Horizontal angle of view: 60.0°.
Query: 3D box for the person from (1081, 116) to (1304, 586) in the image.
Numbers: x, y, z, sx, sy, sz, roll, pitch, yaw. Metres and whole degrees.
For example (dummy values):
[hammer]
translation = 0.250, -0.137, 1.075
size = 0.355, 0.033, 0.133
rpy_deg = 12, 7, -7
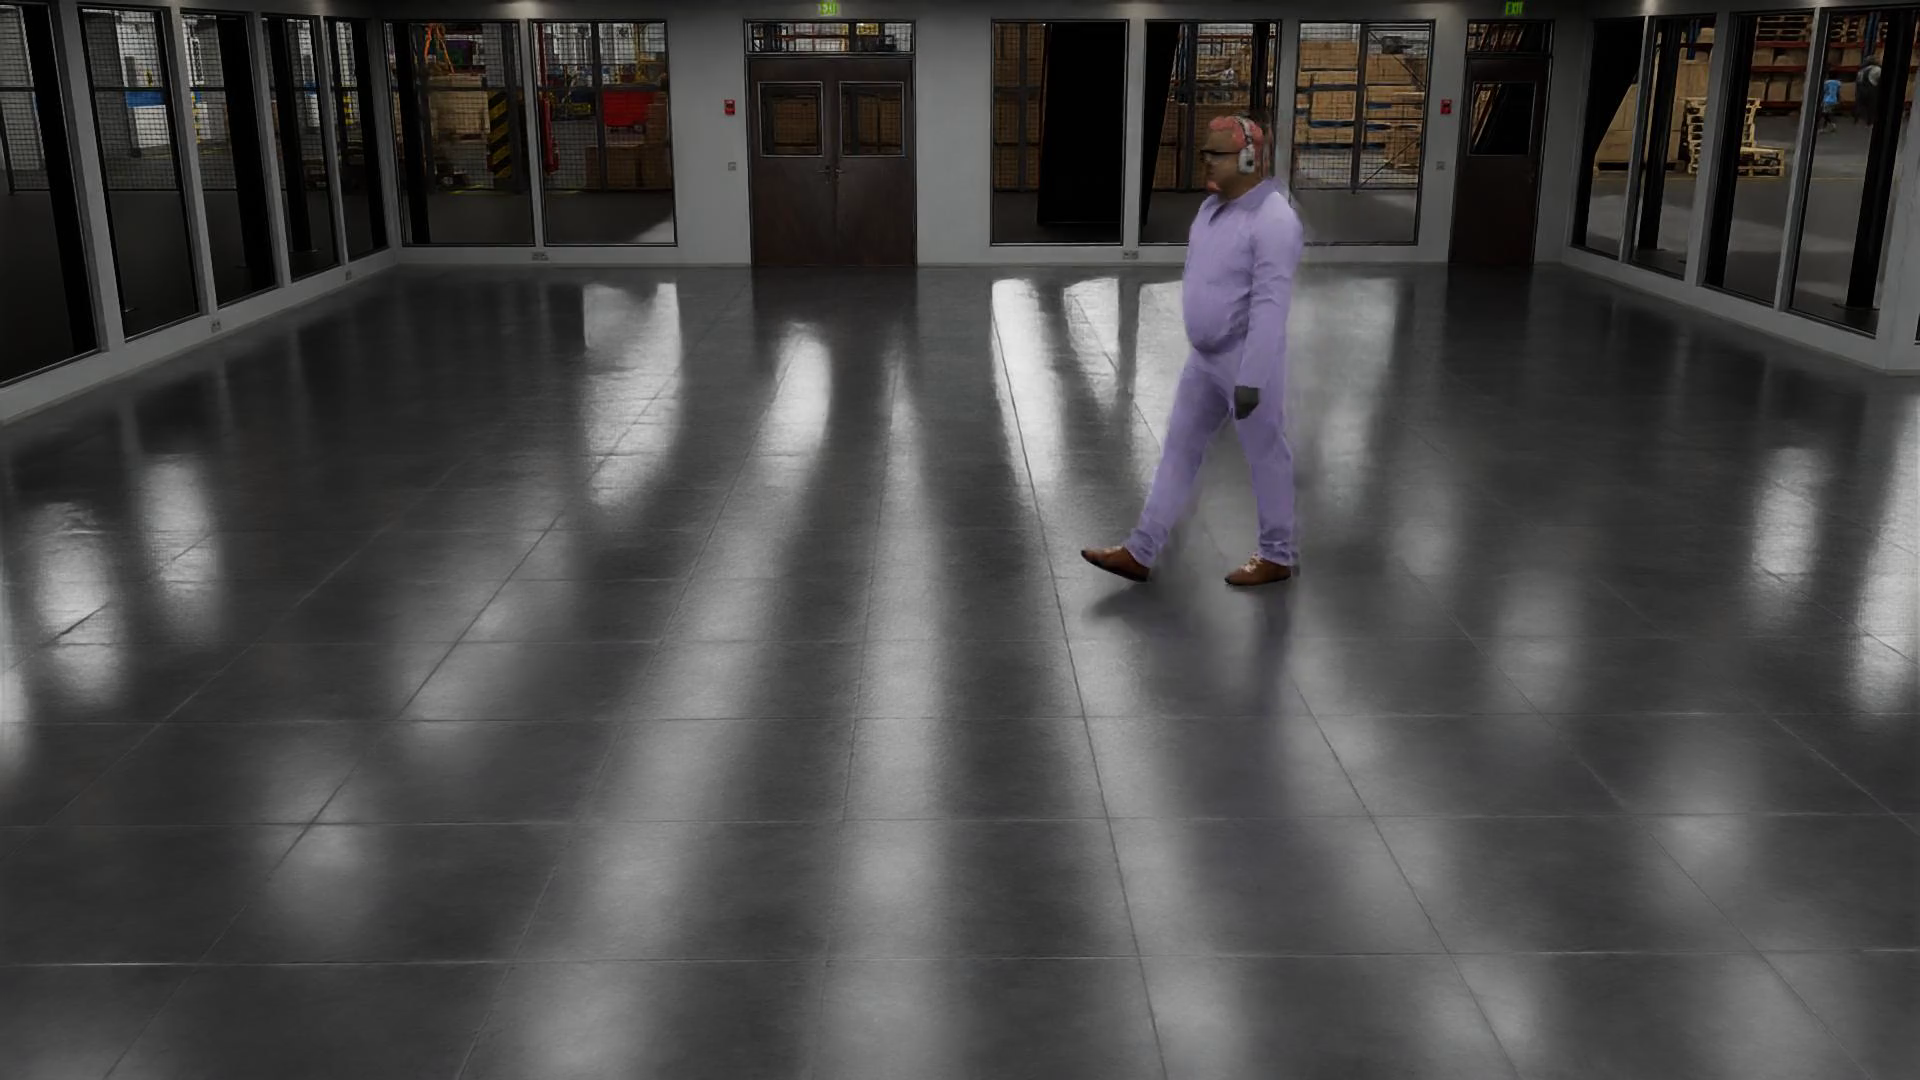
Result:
[person]
translation = 0.962, -0.694, 6.526
size = 0.932, 1.863, 0.674
rpy_deg = -7, 18, -23
